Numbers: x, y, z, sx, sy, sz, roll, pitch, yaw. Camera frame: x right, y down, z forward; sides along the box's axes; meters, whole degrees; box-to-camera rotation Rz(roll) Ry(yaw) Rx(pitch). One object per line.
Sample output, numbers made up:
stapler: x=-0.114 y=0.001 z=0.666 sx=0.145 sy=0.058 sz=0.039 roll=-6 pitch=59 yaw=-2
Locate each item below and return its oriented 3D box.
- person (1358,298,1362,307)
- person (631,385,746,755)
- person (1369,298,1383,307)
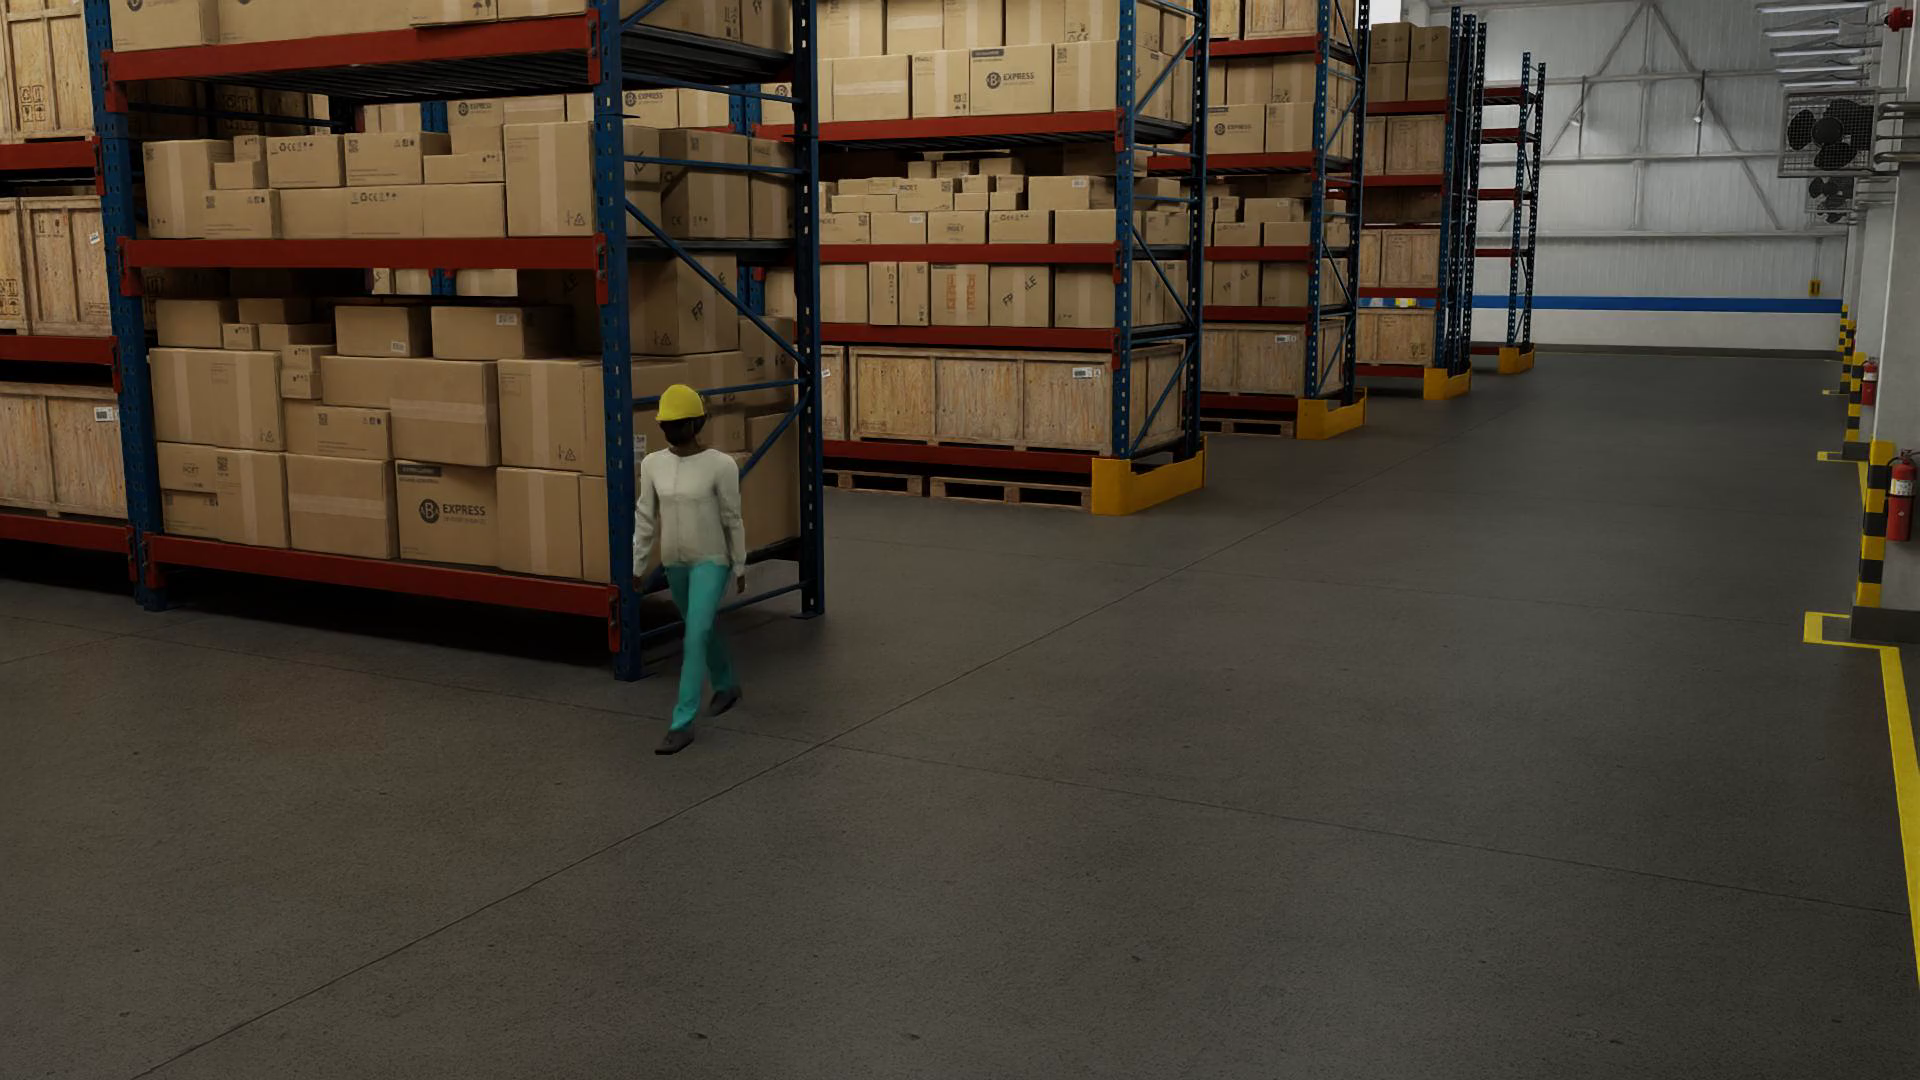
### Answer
person: x=9.337 y=-5.378 z=39.756 sx=0.511 sy=1.720 sz=0.356 roll=3 pitch=10 yaw=16
person: x=-1.293 y=0.096 z=8.064 sx=0.540 sy=1.717 sz=0.917 roll=4 pitch=11 yaw=22
person: x=9.748 y=-5.281 z=39.088 sx=0.345 sy=1.746 sz=0.573 roll=3 pitch=10 yaw=15
